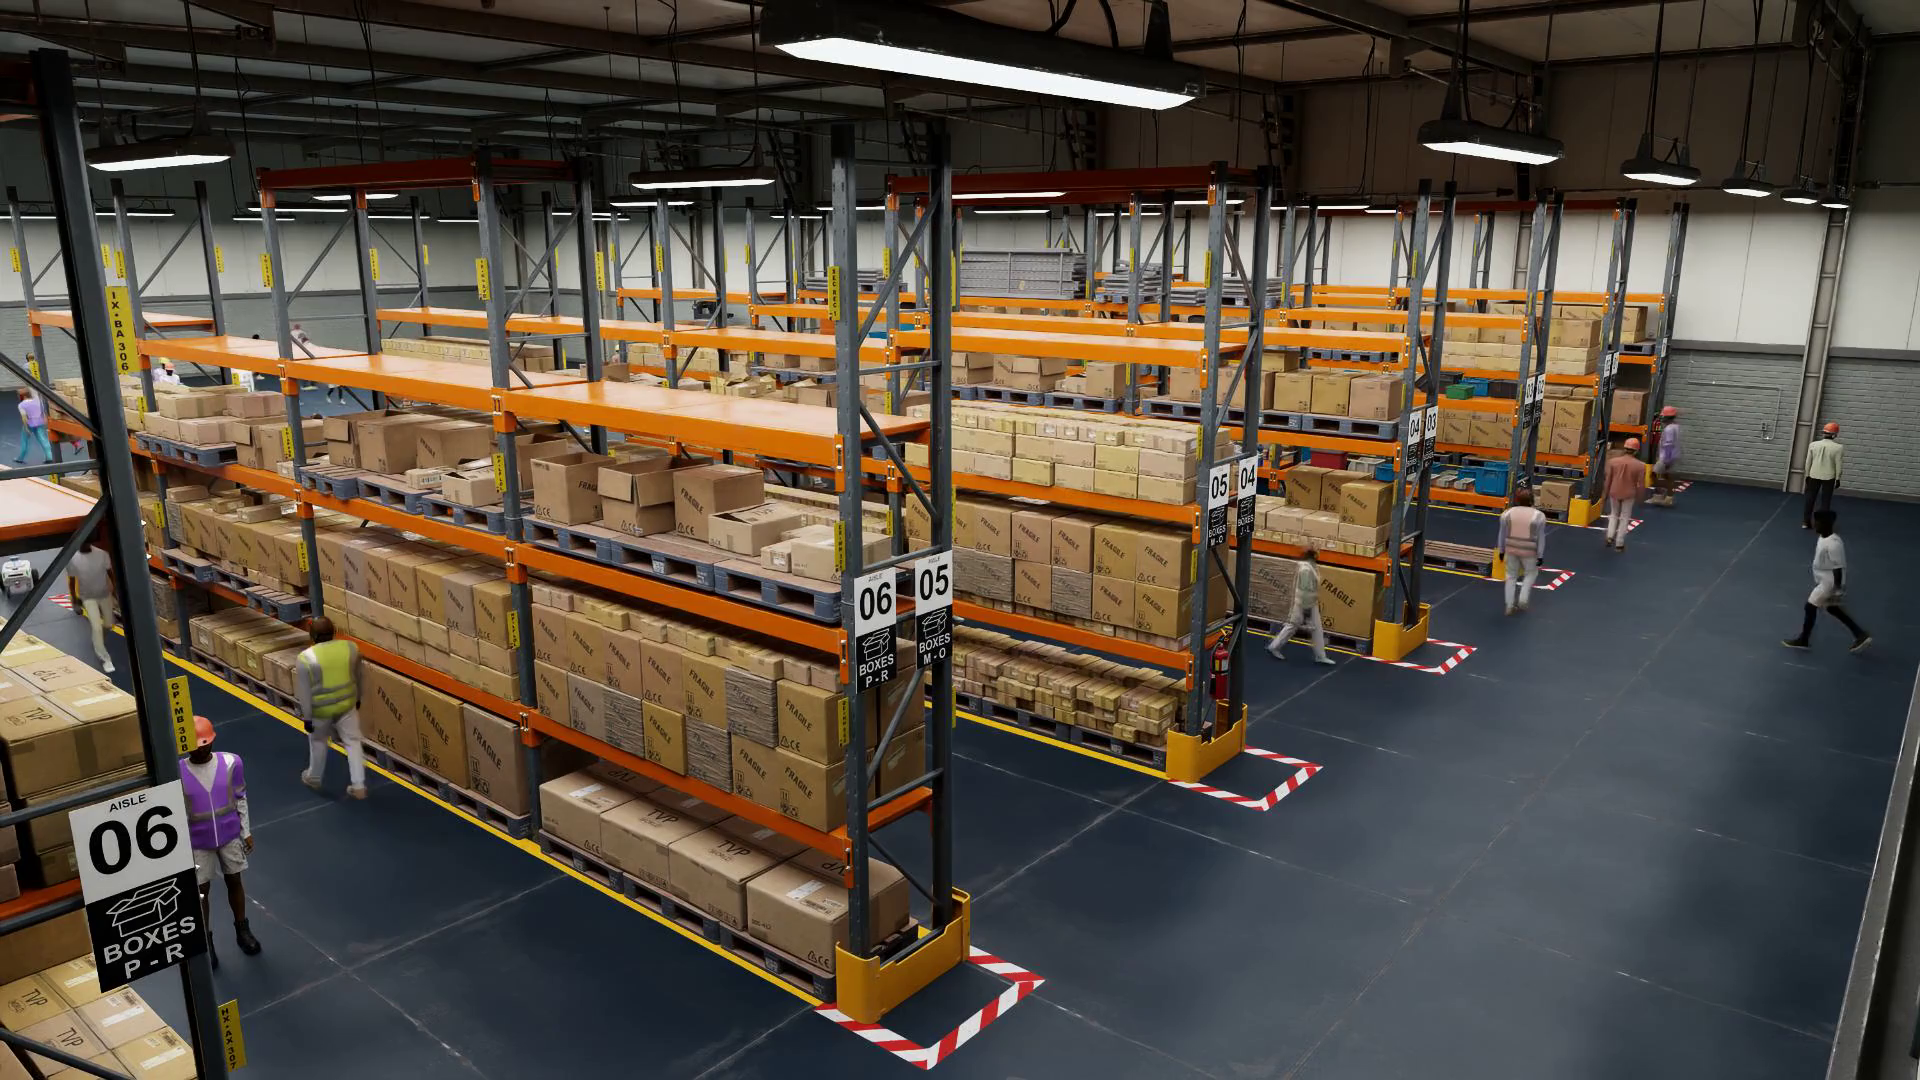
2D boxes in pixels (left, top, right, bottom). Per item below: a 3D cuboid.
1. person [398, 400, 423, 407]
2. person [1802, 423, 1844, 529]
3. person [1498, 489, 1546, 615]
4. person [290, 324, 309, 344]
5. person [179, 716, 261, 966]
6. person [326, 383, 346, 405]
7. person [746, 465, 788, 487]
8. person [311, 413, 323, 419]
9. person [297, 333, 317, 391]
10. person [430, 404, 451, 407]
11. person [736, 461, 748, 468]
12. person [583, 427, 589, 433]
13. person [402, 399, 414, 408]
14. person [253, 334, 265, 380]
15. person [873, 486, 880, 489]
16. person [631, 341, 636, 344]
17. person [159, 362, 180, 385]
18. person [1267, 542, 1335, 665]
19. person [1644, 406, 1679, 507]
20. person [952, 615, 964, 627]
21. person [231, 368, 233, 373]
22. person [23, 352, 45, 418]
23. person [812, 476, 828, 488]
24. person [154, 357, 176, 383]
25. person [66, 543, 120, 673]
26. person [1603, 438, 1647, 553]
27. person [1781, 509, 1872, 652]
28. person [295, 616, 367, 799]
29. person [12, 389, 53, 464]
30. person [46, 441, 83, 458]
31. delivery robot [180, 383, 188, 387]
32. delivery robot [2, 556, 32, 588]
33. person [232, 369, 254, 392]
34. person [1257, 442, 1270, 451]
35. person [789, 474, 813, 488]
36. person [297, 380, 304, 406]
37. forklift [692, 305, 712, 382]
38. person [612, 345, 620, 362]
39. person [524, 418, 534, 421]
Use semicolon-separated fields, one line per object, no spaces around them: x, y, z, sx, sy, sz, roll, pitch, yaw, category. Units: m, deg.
-17.483;-4.997;39.744;0.863;1.651;0.542;-2;14;-9;person
15.980;-1.176;23.307;0.379;1.996;0.611;-9;16;-31;person
8.071;0.173;18.111;0.650;1.825;0.495;11;17;38;person
-26.573;-7.769;50.731;0.658;1.856;0.972;-3;14;-13;person
-5.596;2.227;9.431;0.545;1.938;0.361;-13;19;-42;person
-20.184;-5.202;40.549;0.691;1.677;0.542;8;16;31;person
-4.222;-1.964;26.667;1.034;1.938;0.619;5;15;20;person
-13.036;-1.670;25.664;0.429;1.839;0.634;3;14;12;person
-23.051;-6.242;44.141;0.711;2.000;0.897;11;17;37;person
-11.780;-2.522;28.752;0.394;2.039;0.614;5;14;19;person
-3.488;-0.317;20.009;0.633;1.885;1.025;-12;18;-40;person
-10.290;-3.807;34.879;0.307;1.639;0.512;10;17;36;person
-12.007;-2.163;27.575;0.641;1.900;0.404;-5;14;-19;person
-26.511;-6.912;47.542;0.321;1.689;0.530;-8;16;-31;person
-1.673;-1.915;26.520;0.626;1.920;0.572;9;16;33;person
-12.163;-6.712;46.909;0.831;1.596;0.505;7;15;25;person
-21.746;-3.936;34.792;0.376;1.933;0.545;6;15;24;person
4.362;0.789;16.049;0.825;1.601;0.541;7;15;28;person
14.132;-1.682;25.334;0.685;2.015;0.626;10;17;36;person
-0.160;0.248;17.617;0.393;1.916;0.590;7;15;27;person
-23.167;-5.074;40.097;0.268;1.631;0.507;12;18;40;person
-27.666;-4.636;37.661;0.372;1.940;0.630;2;14;10;person
-3.060;-2.082;27.308;0.362;1.874;0.591;-7;15;-26;person
-23.062;-4.372;36.624;0.491;1.913;0.612;9;16;32;person
-10.919;0.703;15.884;0.758;1.852;0.521;11;17;37;person
11.458;-0.778;21.692;0.657;1.978;0.437;13;19;43;person
11.466;0.541;16.442;0.940;1.914;0.615;8;16;28;person
-6.155;1.604;12.274;0.903;1.800;0.658;11;17;38;person
-22.213;-2.713;30.058;0.947;1.793;0.579;2;14;6;person
-22.223;-2.933;31.091;0.533;1.736;0.838;10;17;35;person
-25.764;-4.951;41.735;0.707;0.478;0.477;4;14;17;delivery robot
-14.490;0.493;19.339;0.477;0.478;0.707;-9;17;-34;delivery robot
-21.100;-4.447;37.116;0.591;1.846;0.965;1;14;4;person
6.107;-1.664;25.610;0.515;1.850;0.551;6;15;24;person
-3.192;-1.610;25.281;0.706;1.907;0.602;11;18;38;person
-21.171;-5.108;39.873;0.508;1.810;0.533;1;14;3;person
-9.511;-7.392;47.124;1.873;2.768;1.129;11;17;38;forklift
-11.357;-5.624;42.108;0.532;1.775;0.341;-11;17;-37;person
-10.802;-2.917;31.252;0.516;1.626;0.374;0;14;1;person
